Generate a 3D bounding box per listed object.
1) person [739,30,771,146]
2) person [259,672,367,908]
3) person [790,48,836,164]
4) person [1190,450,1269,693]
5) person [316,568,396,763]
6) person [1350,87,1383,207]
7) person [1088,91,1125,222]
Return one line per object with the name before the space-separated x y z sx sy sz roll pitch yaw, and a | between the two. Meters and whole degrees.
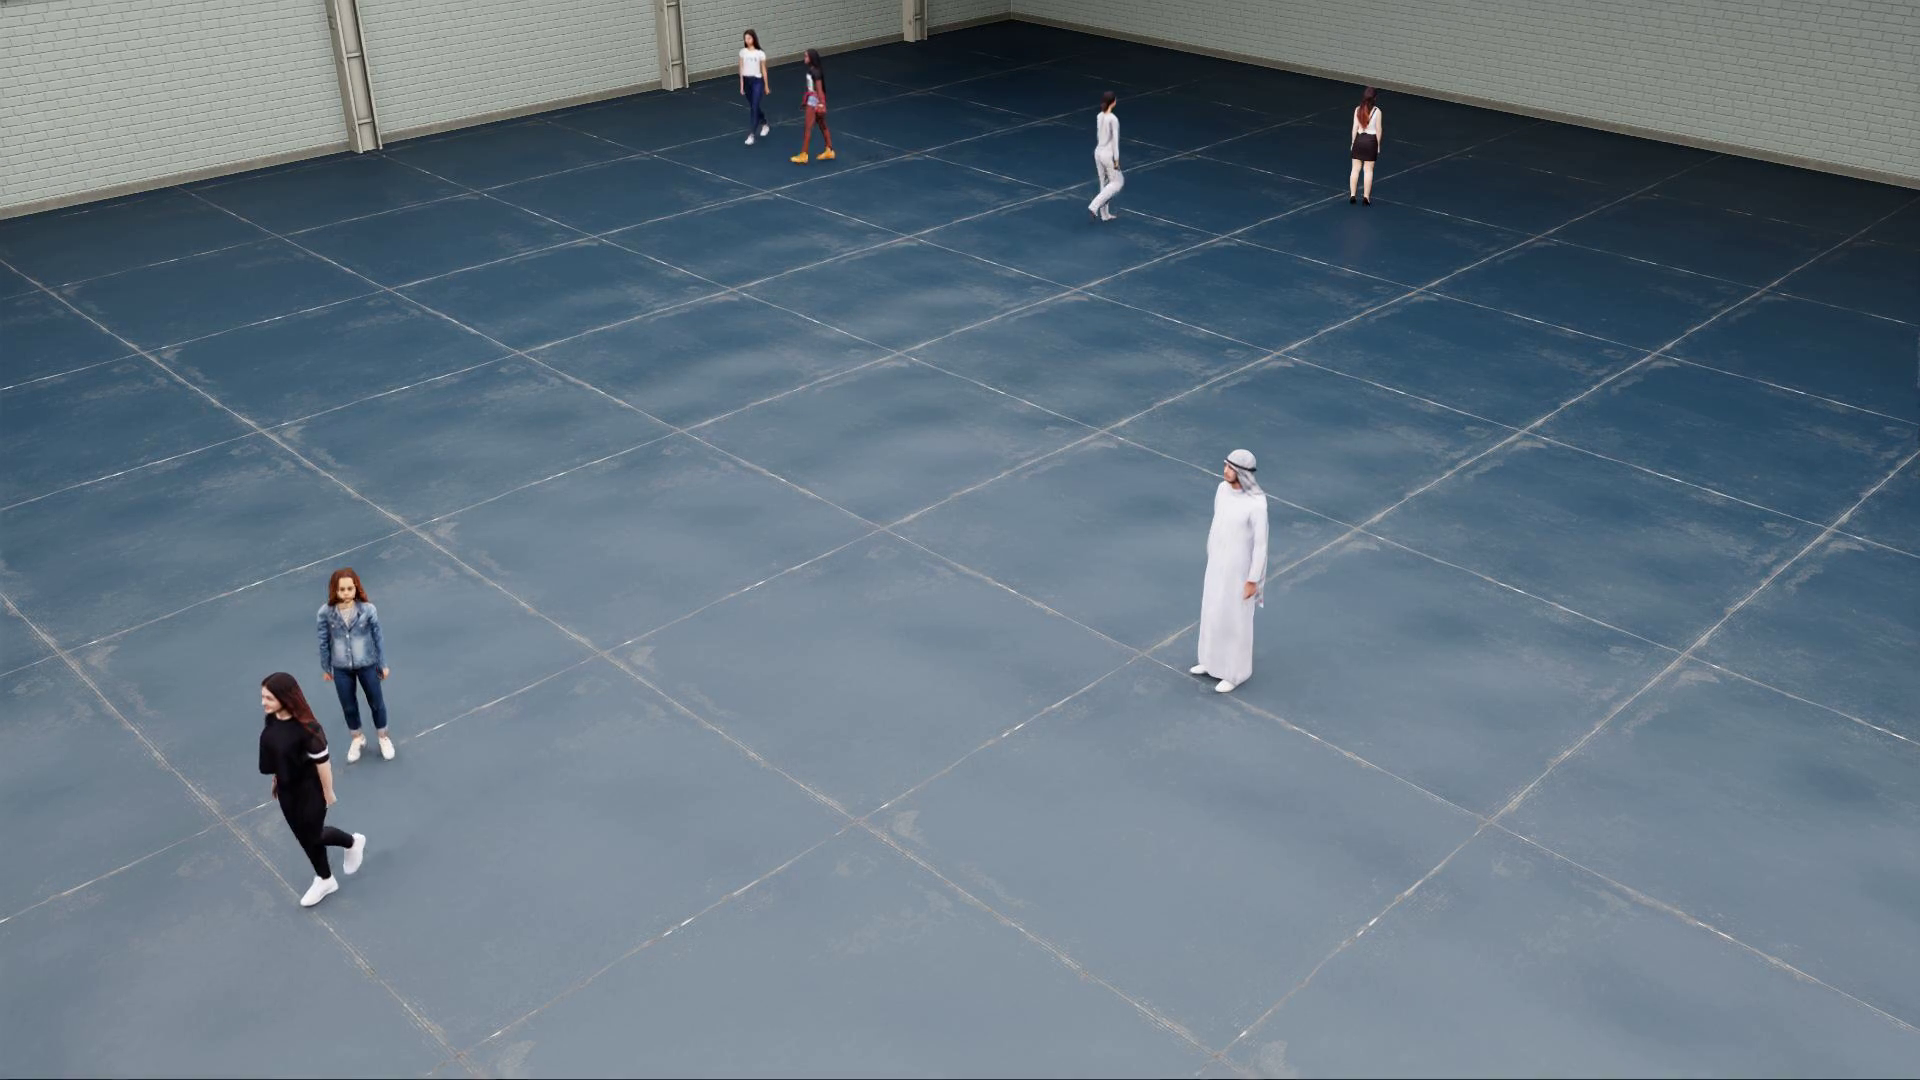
person | -3.234 -7.177 26.346 0.896 1.723 1.240 10 29 17
person | -3.971 1.478 10.194 0.685 1.628 0.794 17 32 28
person | -2.098 -6.598 25.289 1.067 1.695 0.902 -7 29 -12
person | 2.020 0.210 12.259 0.702 1.925 0.753 -16 32 -28
person | -4.189 0.854 11.519 0.599 1.483 0.711 -5 28 -9
person | 5.676 -5.516 23.306 0.619 1.649 0.612 12 30 22
person | 1.929 -5.162 22.518 0.810 1.763 0.720 -15 31 -26
